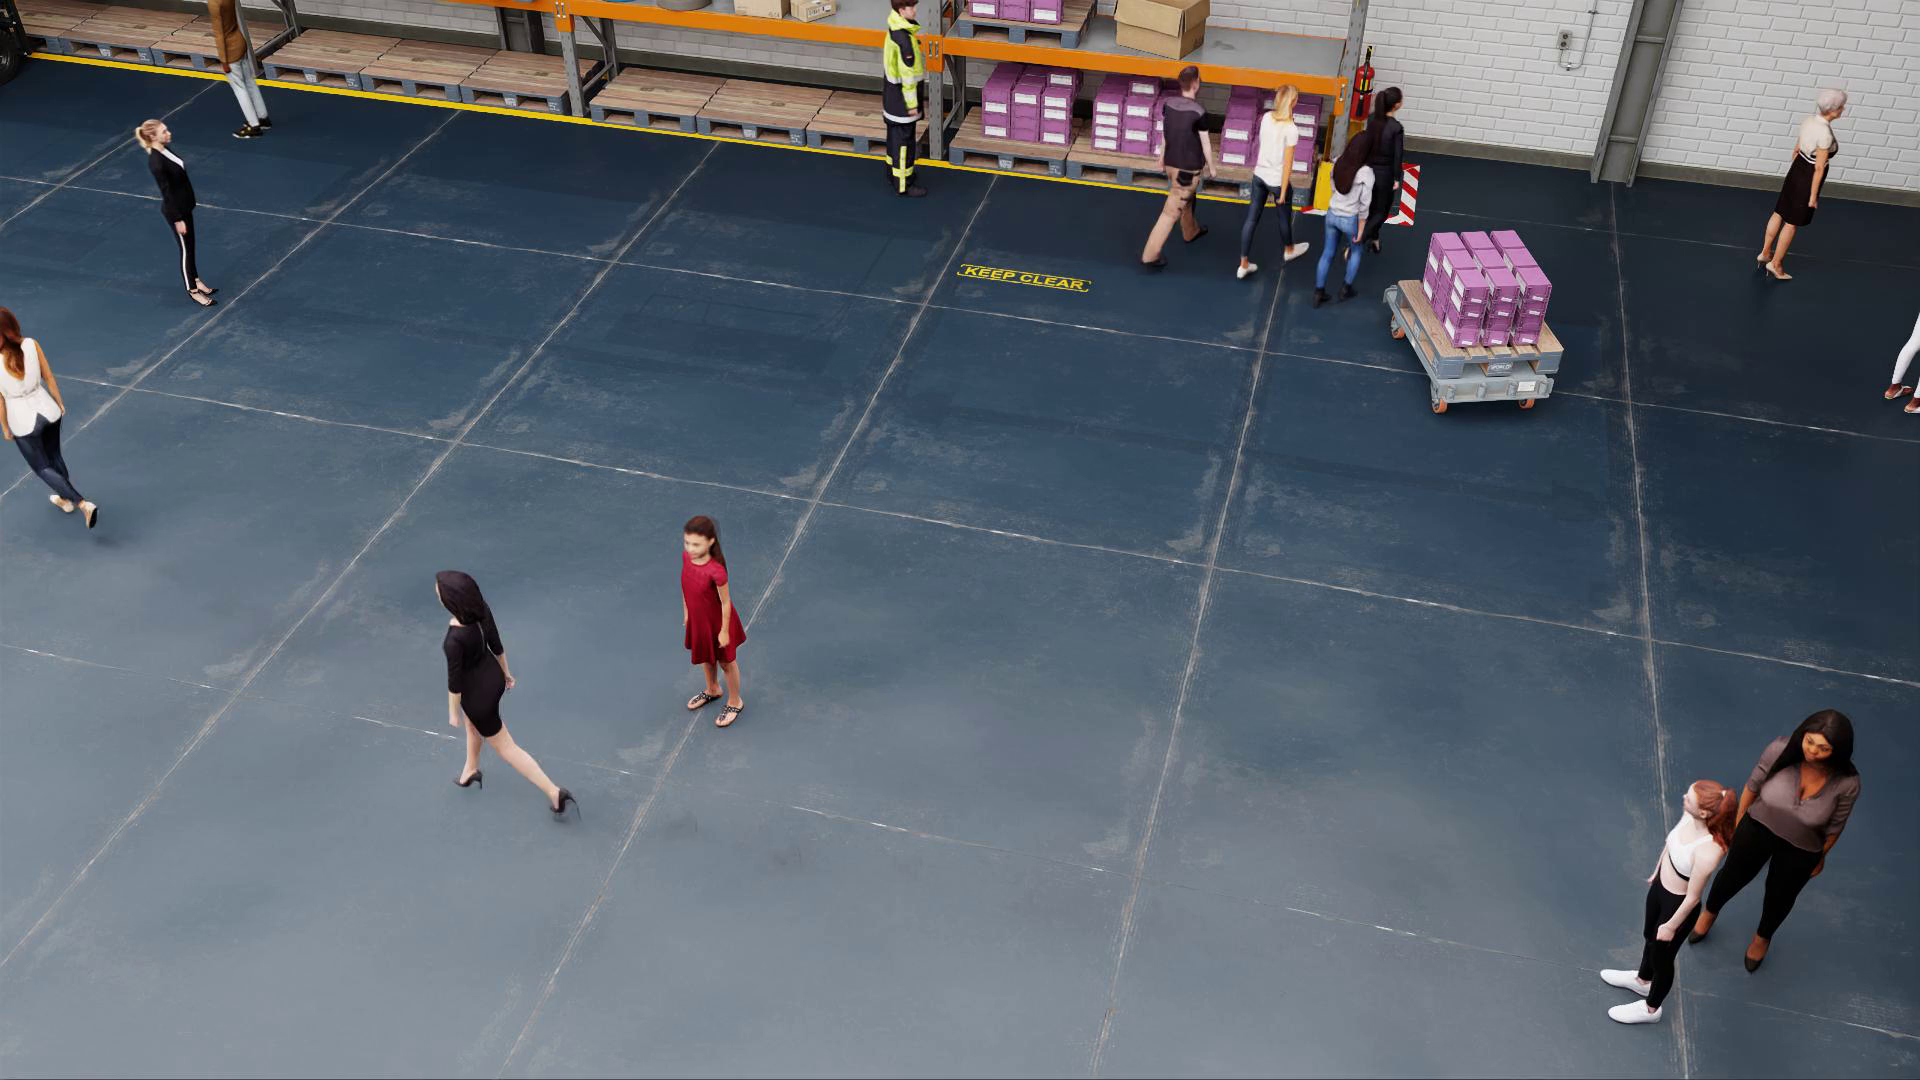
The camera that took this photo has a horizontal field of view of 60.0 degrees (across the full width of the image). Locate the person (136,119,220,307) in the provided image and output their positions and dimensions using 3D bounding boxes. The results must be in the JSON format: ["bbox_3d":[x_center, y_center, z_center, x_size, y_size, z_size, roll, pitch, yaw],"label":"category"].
[{"bbox_3d":[-6.762,-2.834,14.381,0.695,1.705,0.697,-9,40,-11],"label":"person"}]

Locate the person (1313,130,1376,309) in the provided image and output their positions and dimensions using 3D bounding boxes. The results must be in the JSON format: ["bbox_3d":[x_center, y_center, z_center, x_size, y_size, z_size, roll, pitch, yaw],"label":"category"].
[{"bbox_3d":[3.253,-2.721,14.313,0.764,1.613,0.834,30,47,32],"label":"person"}]

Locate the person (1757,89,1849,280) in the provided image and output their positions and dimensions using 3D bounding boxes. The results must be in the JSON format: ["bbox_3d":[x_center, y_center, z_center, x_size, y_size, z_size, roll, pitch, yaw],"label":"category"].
[{"bbox_3d":[7.461,-3.157,14.748,0.627,1.752,0.689,-1,39,-1],"label":"person"}]

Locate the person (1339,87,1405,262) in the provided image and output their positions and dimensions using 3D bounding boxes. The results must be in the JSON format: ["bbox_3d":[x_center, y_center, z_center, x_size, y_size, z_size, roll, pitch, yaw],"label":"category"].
[{"bbox_3d":[3.714,-3.217,14.869,0.974,1.696,0.963,-26,45,-29],"label":"person"}]

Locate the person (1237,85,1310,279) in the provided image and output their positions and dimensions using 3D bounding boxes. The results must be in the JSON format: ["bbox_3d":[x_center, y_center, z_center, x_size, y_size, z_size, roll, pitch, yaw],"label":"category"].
[{"bbox_3d":[2.692,-3.129,14.698,1.012,1.770,1.058,-29,47,-31],"label":"person"}]

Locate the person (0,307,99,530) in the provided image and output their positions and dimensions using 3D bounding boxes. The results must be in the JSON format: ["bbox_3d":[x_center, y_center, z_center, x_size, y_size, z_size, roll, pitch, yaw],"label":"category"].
[{"bbox_3d":[-6.535,-0.825,11.817,1.047,1.767,0.812,24,44,27],"label":"person"}]

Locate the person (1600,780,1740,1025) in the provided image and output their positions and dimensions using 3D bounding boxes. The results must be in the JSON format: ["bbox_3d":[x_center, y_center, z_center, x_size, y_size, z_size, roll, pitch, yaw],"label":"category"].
[{"bbox_3d":[3.653,1.843,8.496,0.520,1.742,0.589,7,39,9],"label":"person"}]

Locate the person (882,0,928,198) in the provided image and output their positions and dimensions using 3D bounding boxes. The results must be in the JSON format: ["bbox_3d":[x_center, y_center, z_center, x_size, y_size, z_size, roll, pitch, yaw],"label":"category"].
[{"bbox_3d":[-0.560,-4.300,15.998,0.837,1.978,0.865,-8,39,-10],"label":"person"}]

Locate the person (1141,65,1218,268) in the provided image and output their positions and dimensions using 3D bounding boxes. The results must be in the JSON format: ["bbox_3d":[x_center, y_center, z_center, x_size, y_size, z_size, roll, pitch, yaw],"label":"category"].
[{"bbox_3d":[1.928,-3.298,14.893,1.248,1.793,1.219,-22,44,-25],"label":"person"}]

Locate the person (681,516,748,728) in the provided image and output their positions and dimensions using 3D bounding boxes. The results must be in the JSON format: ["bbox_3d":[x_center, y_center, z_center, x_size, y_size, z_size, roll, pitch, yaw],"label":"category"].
[{"bbox_3d":[-1.554,0.474,10.362,0.639,1.552,0.698,25,45,28],"label":"person"}]

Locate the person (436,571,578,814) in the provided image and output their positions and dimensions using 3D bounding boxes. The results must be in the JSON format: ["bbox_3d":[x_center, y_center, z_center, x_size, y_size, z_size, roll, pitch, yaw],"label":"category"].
[{"bbox_3d":[-2.673,0.941,9.607,1.082,1.764,0.613,9,39,11],"label":"person"}]

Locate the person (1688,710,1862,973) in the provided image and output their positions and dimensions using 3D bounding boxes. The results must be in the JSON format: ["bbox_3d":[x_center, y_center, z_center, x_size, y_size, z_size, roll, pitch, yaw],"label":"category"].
[{"bbox_3d":[4.318,1.572,8.756,0.670,1.840,0.798,26,45,29],"label":"person"}]

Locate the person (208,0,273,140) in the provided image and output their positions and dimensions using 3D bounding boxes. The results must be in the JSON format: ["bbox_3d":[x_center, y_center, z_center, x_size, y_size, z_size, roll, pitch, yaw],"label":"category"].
[{"bbox_3d":[-7.442,-5.025,17.037,0.646,1.814,0.690,-1,39,-1],"label":"person"}]
